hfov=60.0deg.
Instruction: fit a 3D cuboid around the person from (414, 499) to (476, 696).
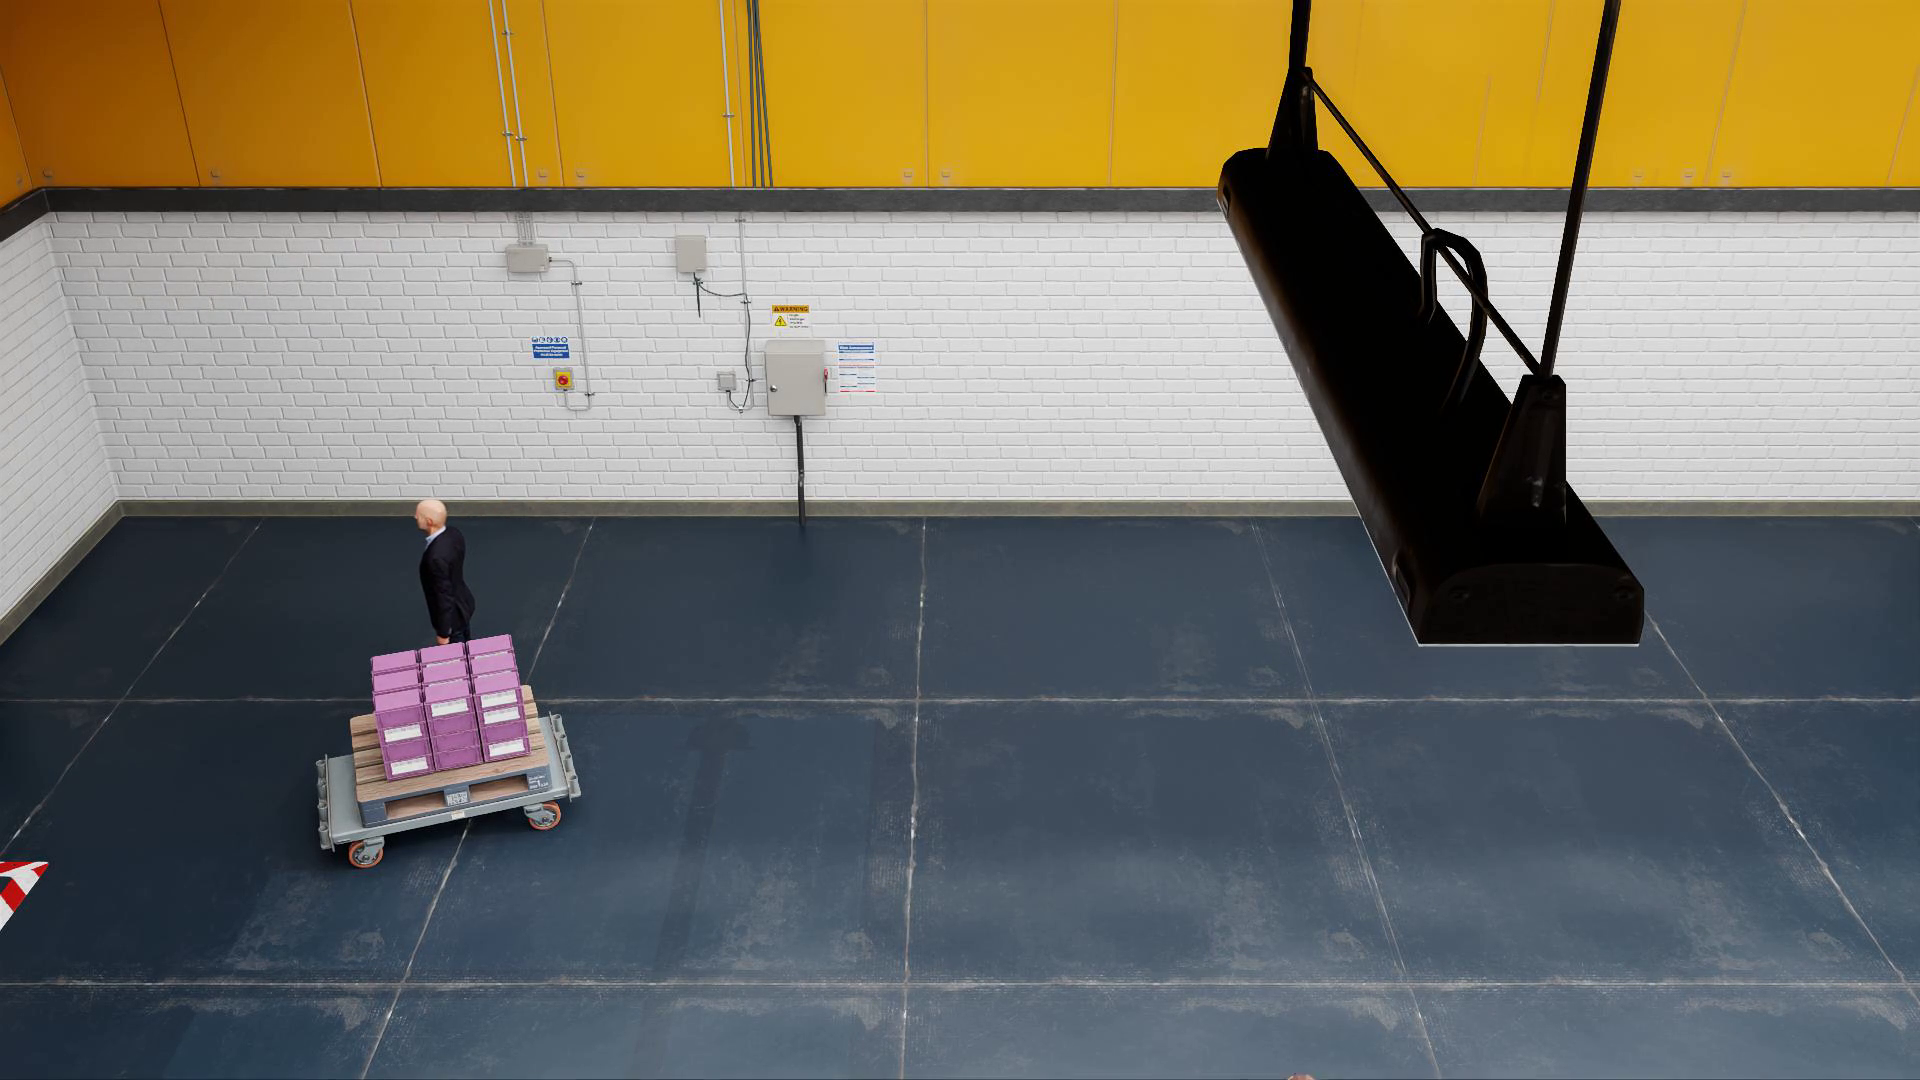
[{"bbox_3d":[-3.649,0.516,11.914,0.758,1.799,0.508,-1,29,-2],"label":"person"}]
